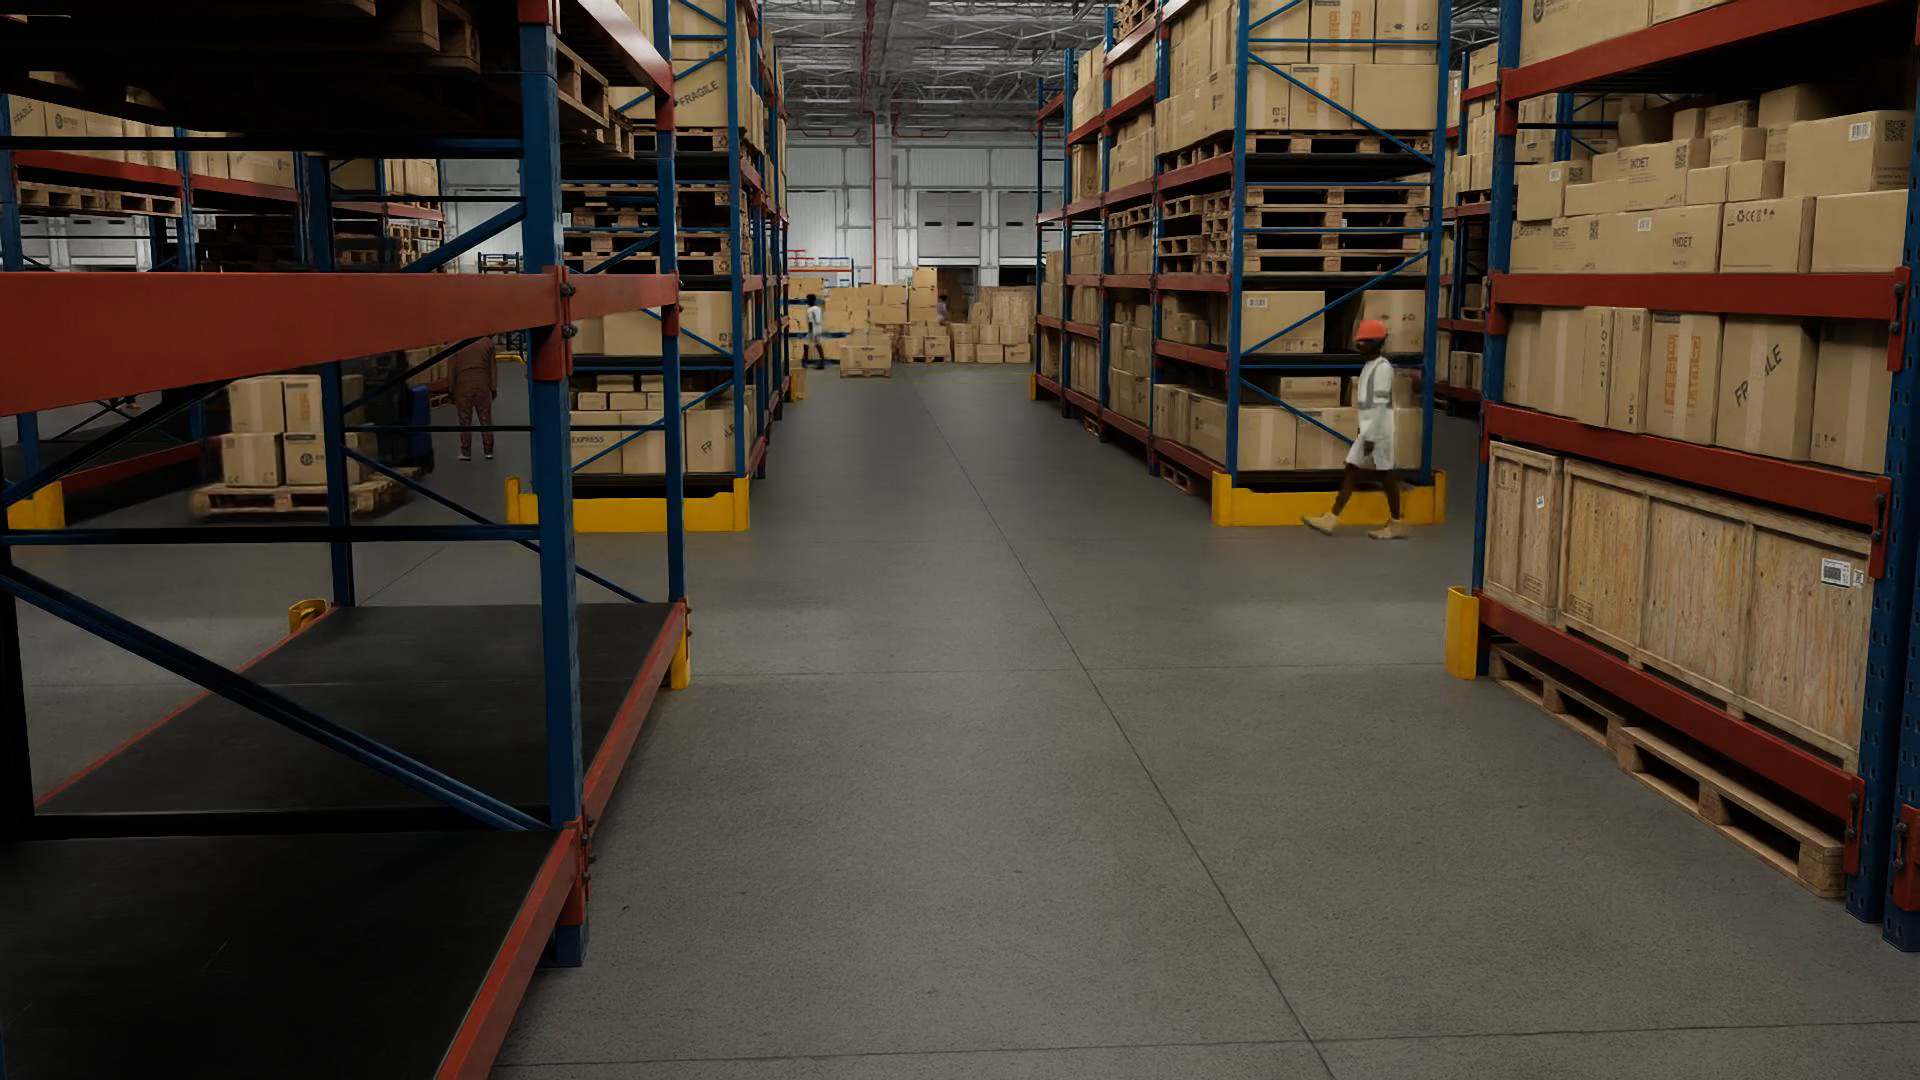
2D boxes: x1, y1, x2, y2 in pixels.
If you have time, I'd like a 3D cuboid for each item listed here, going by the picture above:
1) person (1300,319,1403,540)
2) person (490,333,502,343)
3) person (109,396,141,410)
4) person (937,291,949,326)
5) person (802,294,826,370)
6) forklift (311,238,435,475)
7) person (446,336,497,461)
[{"bbox_3d":[3.595,-0.979,15.018,0.983,2.000,0.635,-1,9,-3],"label":"person"},{"bbox_3d":[-16.307,-7.738,58.072,0.553,1.816,0.772,-9,12,-43],"label":"person"},{"bbox_3d":[-14.948,-3.334,29.695,0.535,2.000,0.687,4,10,25],"label":"person"},{"bbox_3d":[-0.615,-7.390,55.645,0.999,1.894,0.544,-1,9,-7],"label":"person"},{"bbox_3d":[-3.806,-5.269,42.183,0.958,1.920,0.607,5,10,29],"label":"person"},{"bbox_3d":[-6.819,-2.055,19.037,1.129,2.768,1.873,-1,9,-4],"label":"forklift"},{"bbox_3d":[-6.356,-1.986,21.657,0.652,1.904,0.403,-5,10,-29],"label":"person"}]
